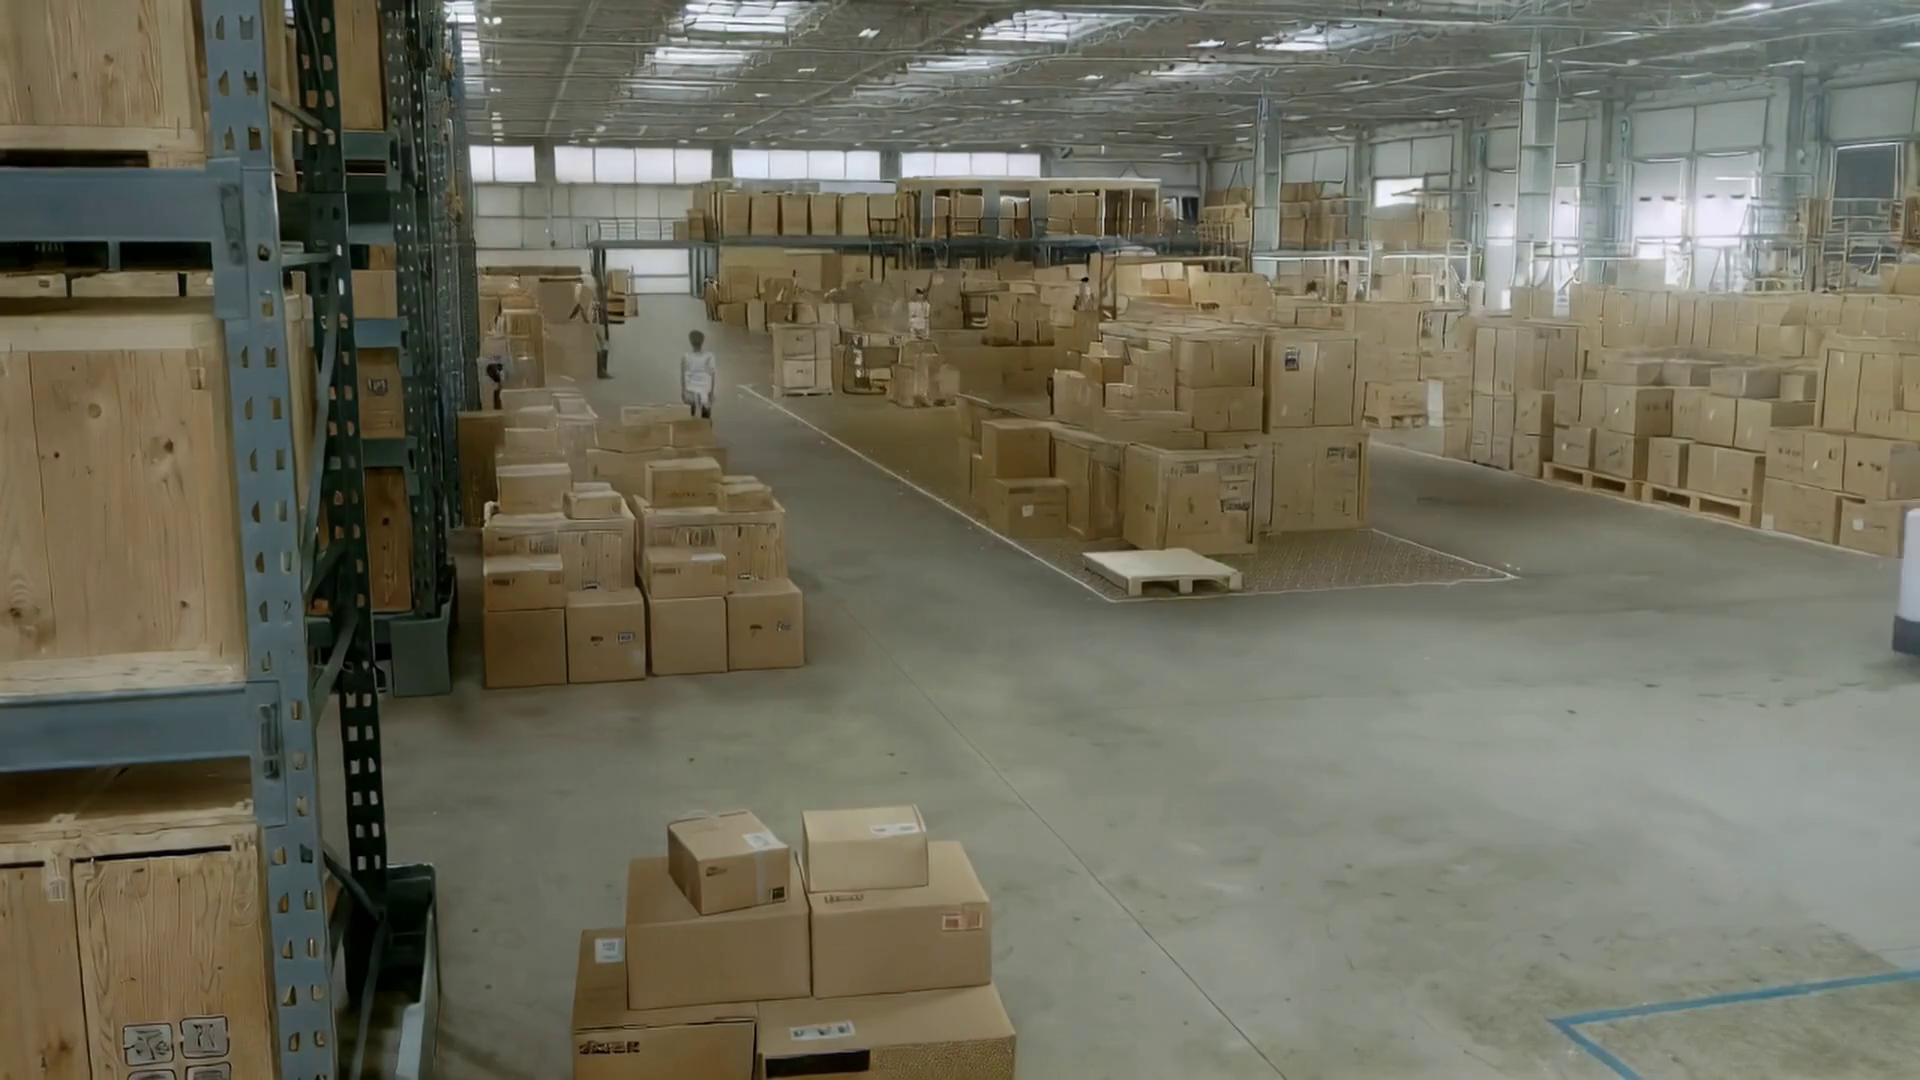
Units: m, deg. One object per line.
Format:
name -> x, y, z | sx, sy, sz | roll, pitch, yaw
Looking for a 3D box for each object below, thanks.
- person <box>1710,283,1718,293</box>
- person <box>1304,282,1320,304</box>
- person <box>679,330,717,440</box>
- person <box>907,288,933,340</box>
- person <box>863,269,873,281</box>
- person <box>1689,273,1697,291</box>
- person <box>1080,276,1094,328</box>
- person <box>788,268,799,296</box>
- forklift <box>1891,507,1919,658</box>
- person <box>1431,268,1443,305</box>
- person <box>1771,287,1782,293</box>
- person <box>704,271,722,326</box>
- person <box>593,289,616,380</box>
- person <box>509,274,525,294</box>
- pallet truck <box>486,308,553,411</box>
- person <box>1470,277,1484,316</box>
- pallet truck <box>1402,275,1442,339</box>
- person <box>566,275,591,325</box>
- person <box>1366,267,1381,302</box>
person -> 20.862, -6.183, 46.072 | 0.580, 1.868, 0.573 | -5, 11, -25
person -> 10.513, -6.875, 50.160 | 0.643, 1.803, 0.926 | -7, 12, -35
person -> -3.703, -2.110, 23.459 | 0.541, 1.700, 0.316 | 1, 10, 8
person -> -0.980, -5.040, 39.561 | 0.555, 1.882, 1.035 | -5, 11, -24
person -> -4.001, -10.716, 71.648 | 0.902, 1.896, 0.588 | 7, 12, 34
person -> 23.964, -7.764, 54.644 | 0.390, 1.995, 0.613 | 2, 10, 9
person -> 4.473, -8.345, 58.418 | 0.558, 1.817, 0.961 | -1, 10, -4
person -> -6.726, -9.881, 66.576 | 0.604, 2.018, 0.450 | 4, 11, 20
forklift -> 7.491, -0.521, 11.123 | 1.873, 2.768, 1.129 | -3, 10, -15
person -> 21.117, -11.090, 73.693 | 0.555, 1.923, 0.723 | 0, 10, 2
person -> 18.721, -4.839, 38.279 | 0.632, 1.923, 0.561 | 2, 10, 12
person -> -9.005, -8.775, 60.237 | 0.544, 2.000, 0.712 | -10, 14, -44
person -> -7.693, -4.430, 35.845 | 0.365, 1.966, 0.608 | -7, 12, -33
person -> -15.736, -8.482, 58.971 | 0.566, 1.911, 0.678 | -7, 12, -36
pallet truck -> -6.242, -2.418, 24.362 | 0.823, 1.965, 1.885 | 1, 10, 3
person -> 19.266, -8.880, 61.705 | 0.552, 1.718, 0.887 | -4, 11, -24
pallet truck -> 14.620, -7.324, 52.145 | 0.823, 1.965, 1.885 | 8, 13, 40
person -> -13.943, -8.754, 60.663 | 0.836, 1.853, 0.574 | -1, 10, -6
person -> 18.373, -11.119, 73.775 | 0.996, 1.956, 0.634 | -9, 13, -41
